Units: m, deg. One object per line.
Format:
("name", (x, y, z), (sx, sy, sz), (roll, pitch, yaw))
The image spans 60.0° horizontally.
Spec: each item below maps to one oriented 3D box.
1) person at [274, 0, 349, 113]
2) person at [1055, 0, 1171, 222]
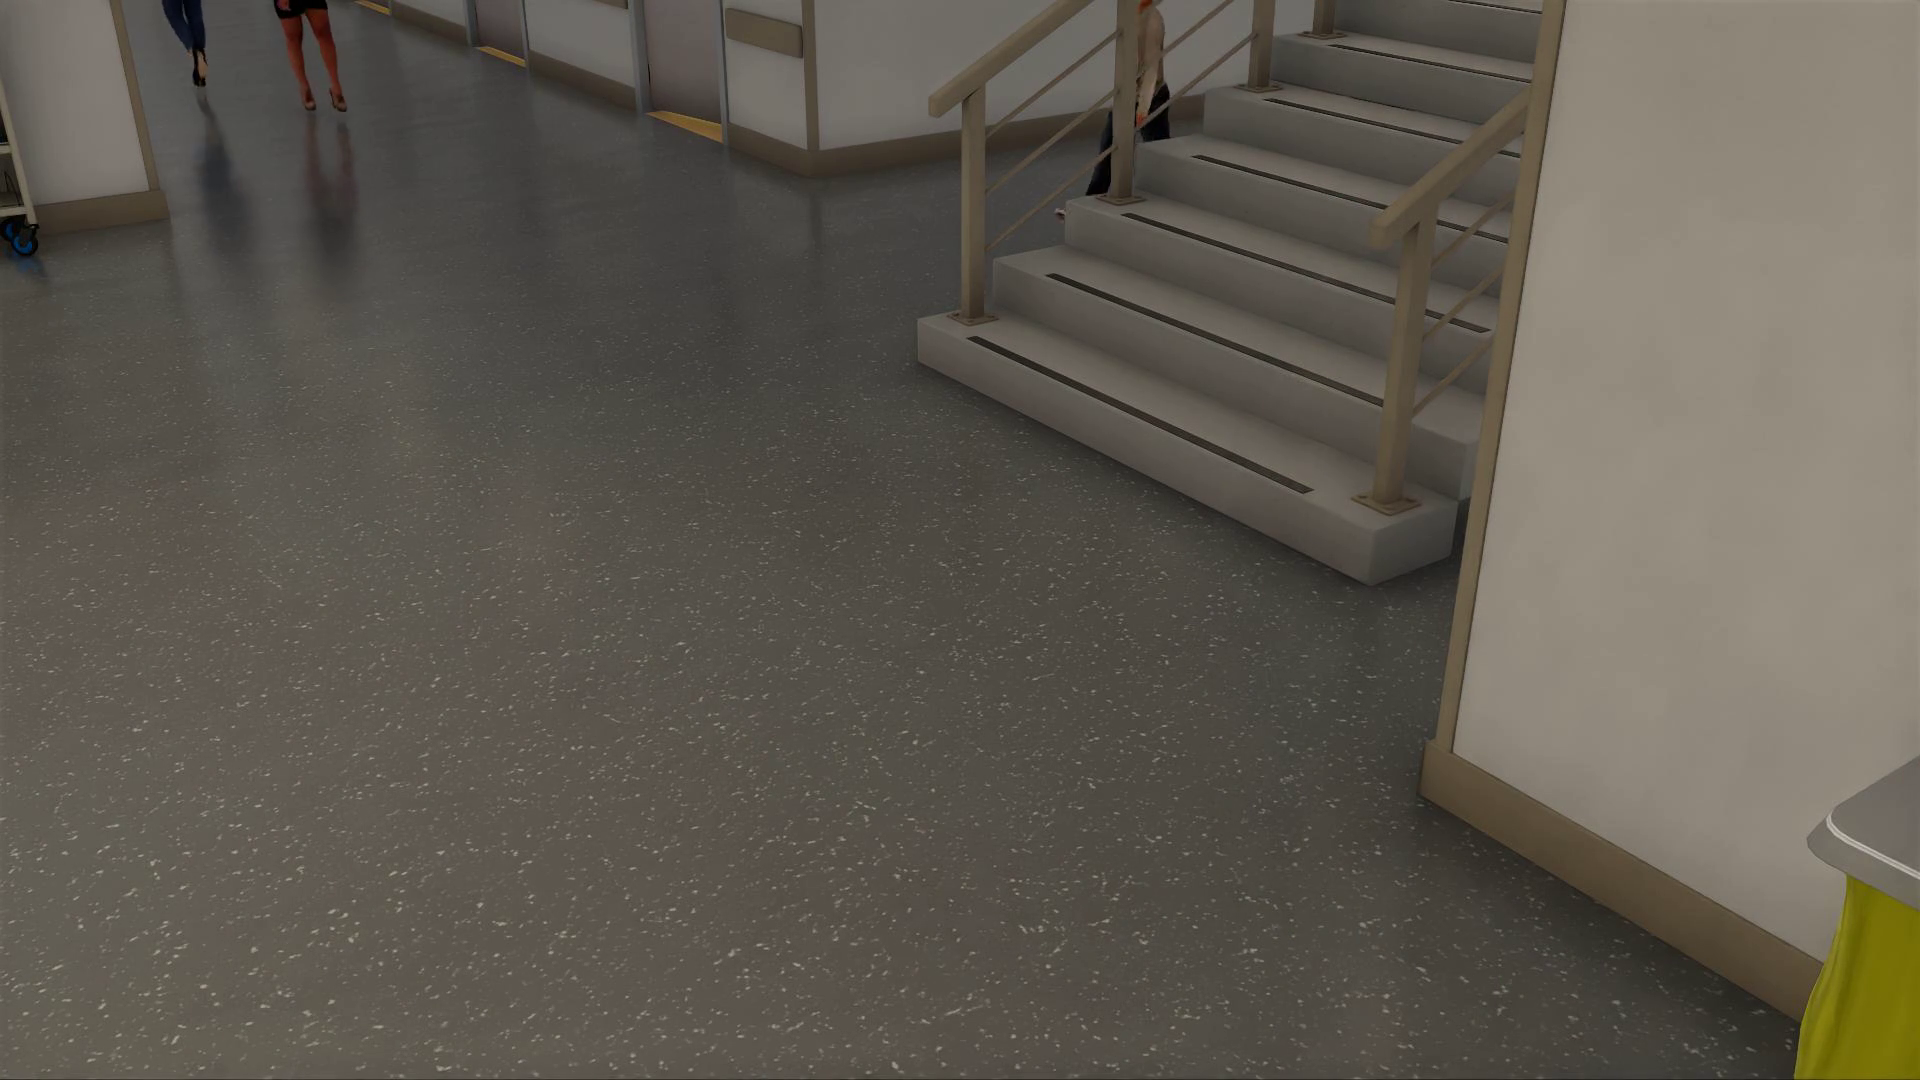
("person", (-4.713, -3.826, 11.717), (0.684, 1.616, 0.612), (-16, 30, -30))
("person", (1.031, -2.325, 8.819), (1.018, 1.430, 0.634), (-12, 28, -24))
